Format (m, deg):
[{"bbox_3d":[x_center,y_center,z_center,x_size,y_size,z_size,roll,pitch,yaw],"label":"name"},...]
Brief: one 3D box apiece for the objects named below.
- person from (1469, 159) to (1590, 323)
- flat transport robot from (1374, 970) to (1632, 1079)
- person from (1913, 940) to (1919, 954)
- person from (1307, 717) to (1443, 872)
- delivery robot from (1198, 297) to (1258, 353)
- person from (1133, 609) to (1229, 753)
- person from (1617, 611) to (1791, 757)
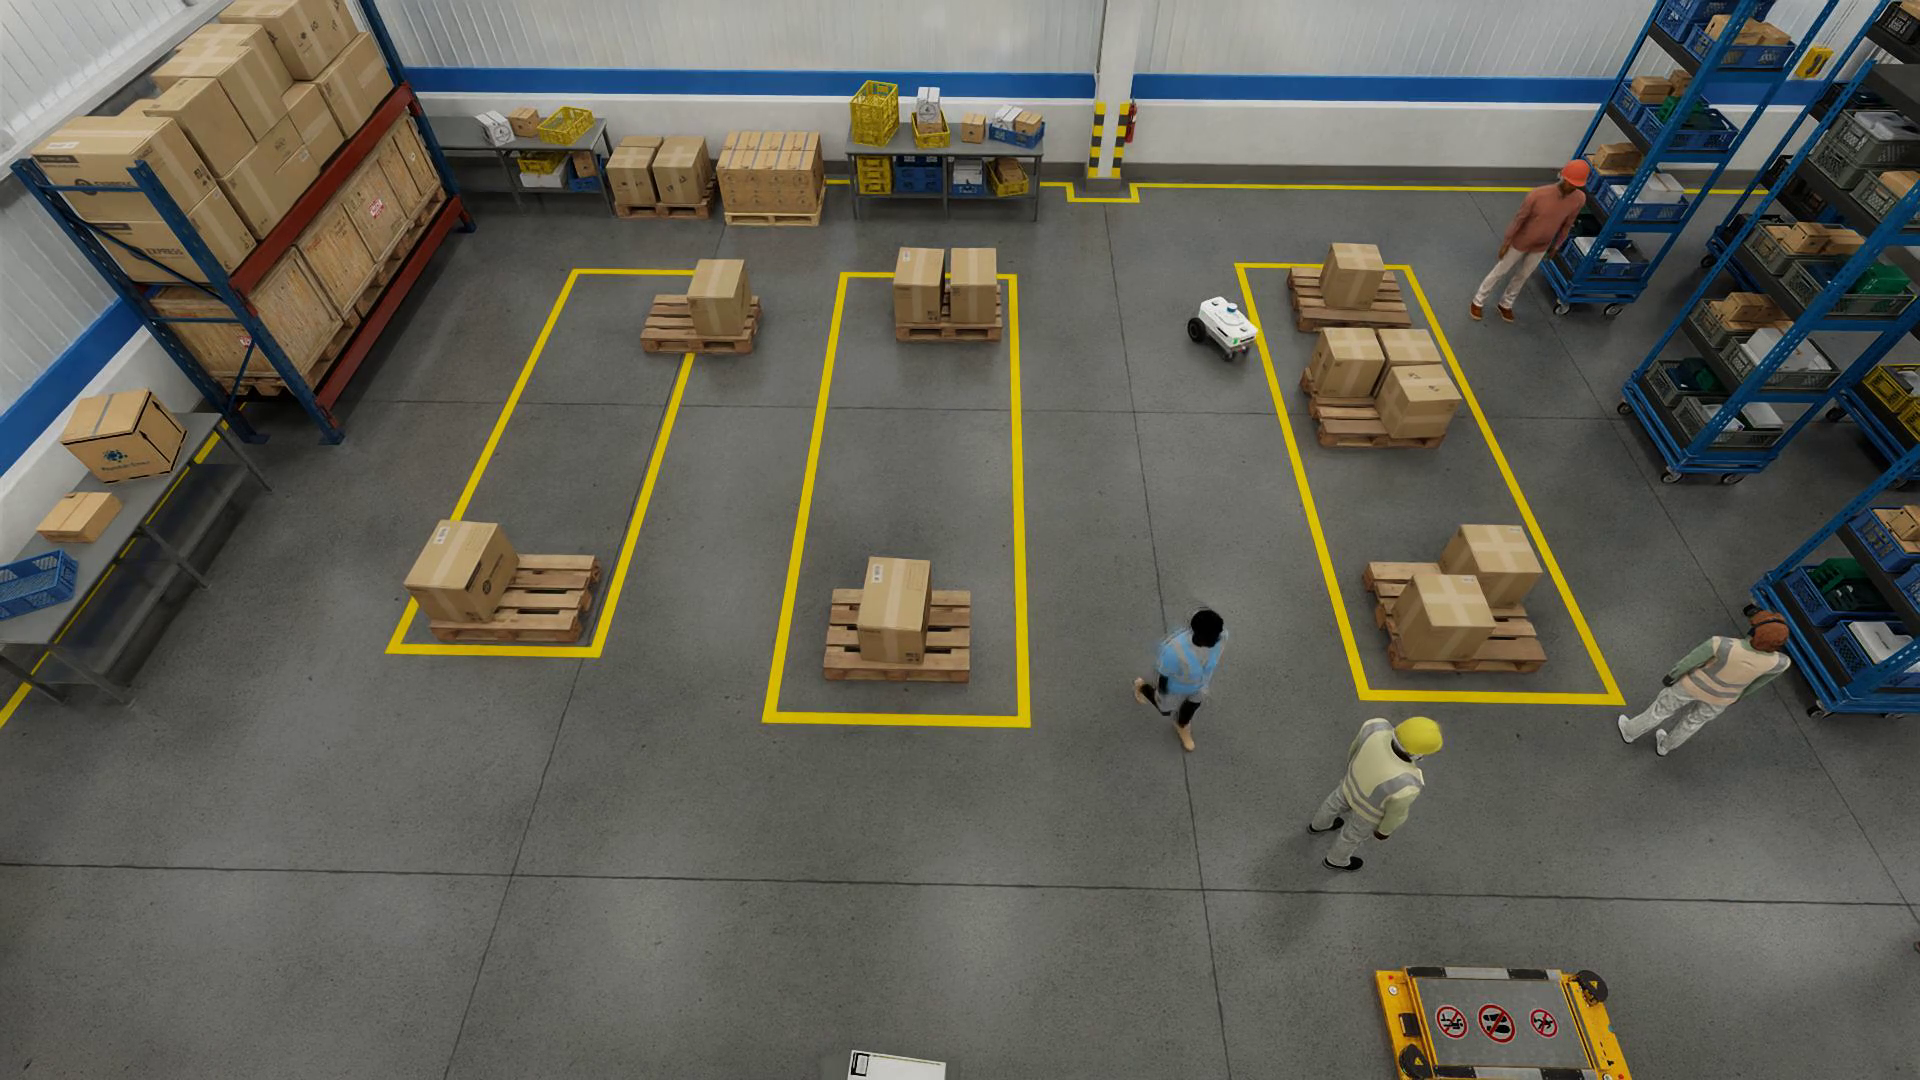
[{"bbox_3d":[6.255,-3.227,10.010,0.629,1.981,0.437,6,51,5],"label":"person"},{"bbox_3d":[3.501,3.133,5.914,1.431,0.197,0.652,1,51,1],"label":"flat transport robot"},{"bbox_3d":[6.837,2.236,5.587,0.624,1.930,0.378,-23,55,-18],"label":"person"},{"bbox_3d":[2.747,1.682,6.096,0.404,1.833,0.589,-7,51,-6],"label":"person"},{"bbox_3d":[2.975,-2.402,10.186,0.477,0.478,0.707,-21,54,-16],"label":"delivery robot"},{"bbox_3d":[1.635,0.961,6.776,0.542,1.677,0.585,-18,53,-14],"label":"person"},{"bbox_3d":[5.458,1.081,6.715,0.514,1.634,0.313,19,53,15],"label":"person"}]
